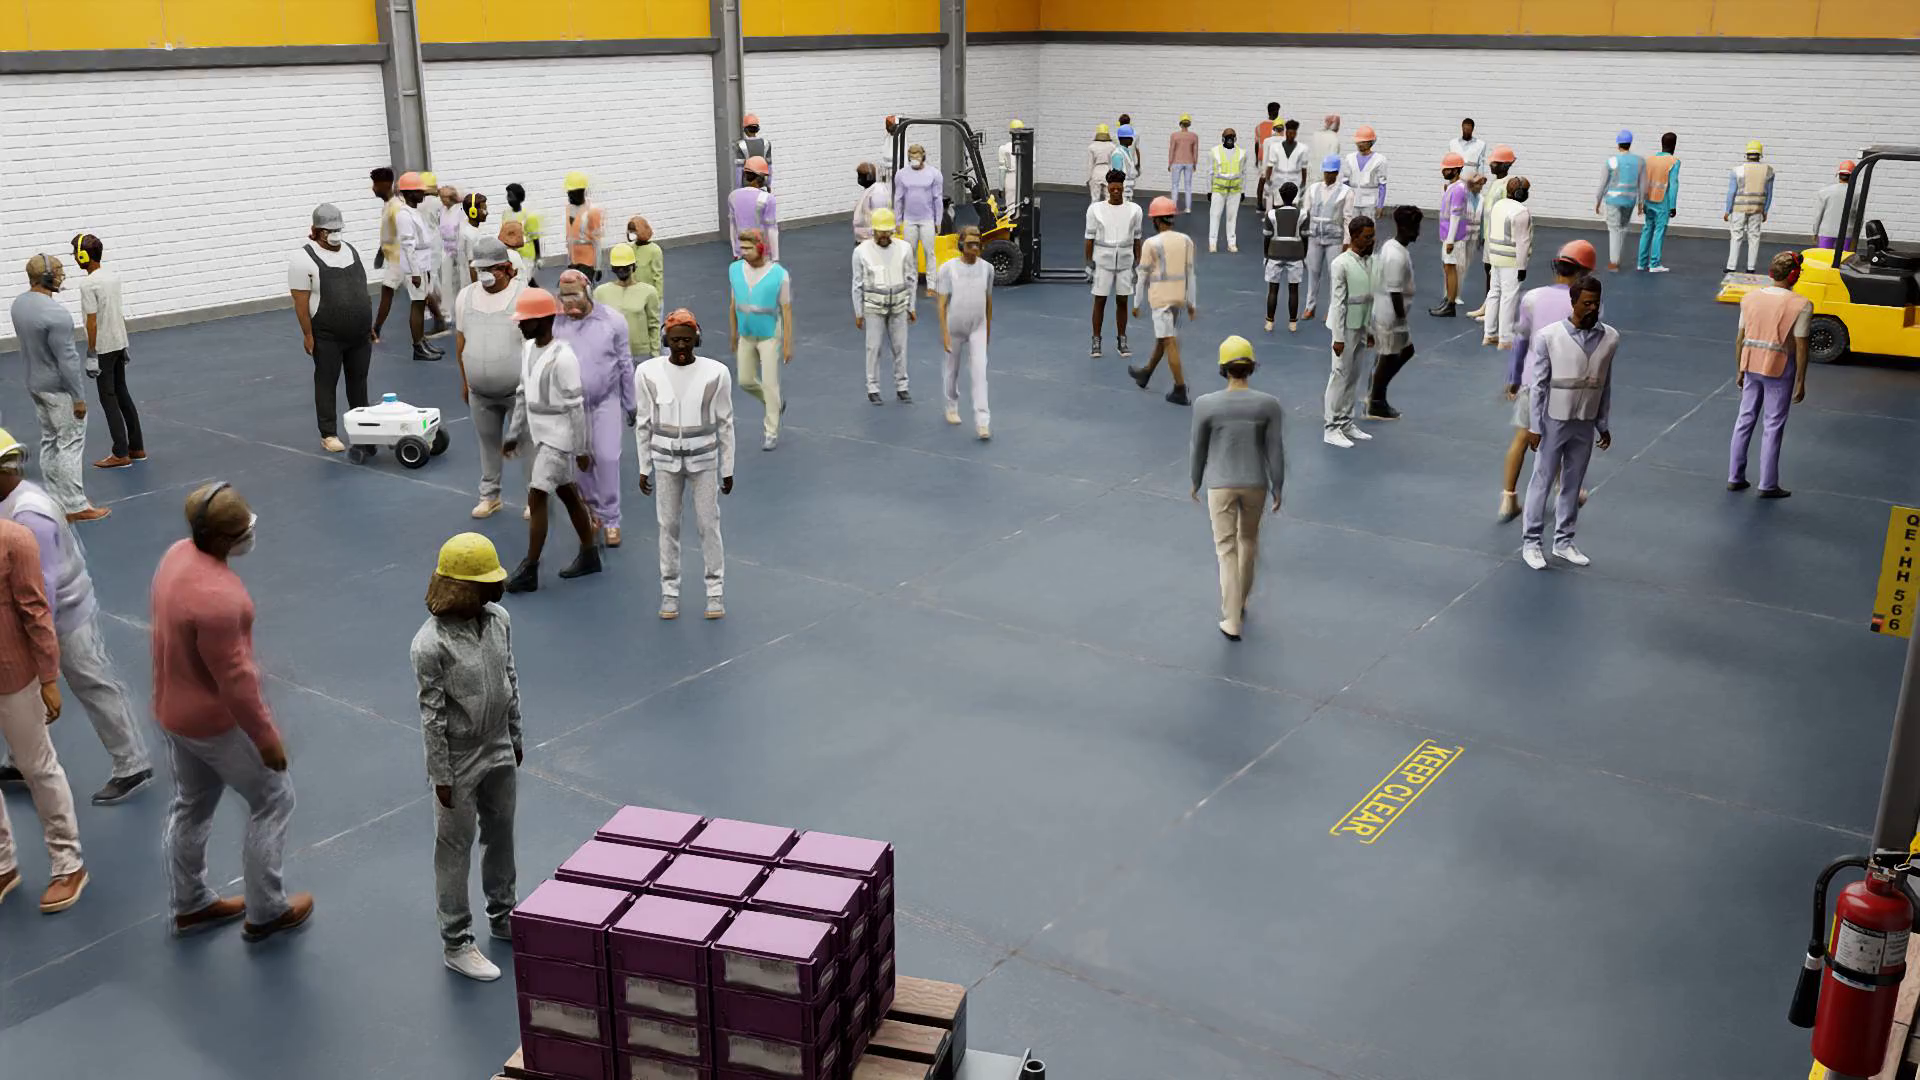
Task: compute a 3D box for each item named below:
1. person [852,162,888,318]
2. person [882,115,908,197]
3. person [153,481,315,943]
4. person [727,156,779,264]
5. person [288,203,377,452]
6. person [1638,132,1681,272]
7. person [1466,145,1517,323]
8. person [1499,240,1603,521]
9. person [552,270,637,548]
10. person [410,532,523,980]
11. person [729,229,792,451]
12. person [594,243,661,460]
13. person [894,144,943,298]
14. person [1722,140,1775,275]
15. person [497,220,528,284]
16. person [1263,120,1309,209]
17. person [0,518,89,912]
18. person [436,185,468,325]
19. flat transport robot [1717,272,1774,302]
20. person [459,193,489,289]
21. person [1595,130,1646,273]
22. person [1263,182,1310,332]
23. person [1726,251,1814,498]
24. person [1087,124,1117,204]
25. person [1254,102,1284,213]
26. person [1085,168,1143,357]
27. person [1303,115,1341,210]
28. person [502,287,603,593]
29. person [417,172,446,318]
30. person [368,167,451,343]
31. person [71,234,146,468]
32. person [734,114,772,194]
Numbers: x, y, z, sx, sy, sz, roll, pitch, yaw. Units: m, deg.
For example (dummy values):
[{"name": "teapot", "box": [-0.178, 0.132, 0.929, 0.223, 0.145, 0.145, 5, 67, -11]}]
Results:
[{"name": "person", "box": [-1.085, -3.543, 19.682, 0.487, 1.824, 0.641, -4, 18, -11]}, {"name": "person", "box": [-1.084, -6.010, 27.310, 0.354, 1.884, 0.573, -14, 22, -37]}, {"name": "person", "box": [-2.824, 0.682, 6.354, 0.488, 1.900, 0.646, -14, 23, -38]}, {"name": "person", "box": [-2.219, -3.145, 18.114, 0.613, 2.033, 0.411, 10, 20, 28]}, {"name": "person", "box": [-5.120, -1.766, 13.782, 0.537, 2.000, 0.689, 13, 22, 35]}, {"name": "person", "box": [9.734, -4.700, 23.174, 0.398, 1.911, 0.587, -7, 19, -20]}, {"name": "person", "box": [6.224, -3.555, 19.368, 0.365, 2.048, 0.608, 0, 18, -1]}, {"name": "person", "box": [4.276, -1.141, 11.908, 0.973, 1.982, 0.705, -16, 24, -40]}, {"name": "person", "box": [-2.544, -0.878, 11.267, 0.663, 1.875, 0.804, -1, 18, -4]}, {"name": "person", "box": [-1.796, 0.804, 6.241, 0.321, 1.737, 0.483, 8, 20, 25]}, {"name": "person", "box": [-1.639, -1.693, 13.899, 0.623, 1.823, 0.560, 8, 19, 23]}, {"name": "person", "box": [-2.667, -1.505, 13.406, 0.526, 1.769, 0.330, -2, 18, -7]}, {"name": "person", "box": [-0.524, -4.040, 21.082, 0.635, 1.929, 0.383, 4, 18, 12]}, {"name": "person", "box": [10.770, -4.531, 22.771, 0.591, 1.829, 0.404, 2, 18, 6]}, {"name": "person", "box": [-4.222, -2.222, 15.864, 0.285, 1.634, 0.499, -7, 19, -20]}, {"name": "person", "box": [4.968, -5.420, 25.397, 0.625, 1.917, 0.952, 5, 18, 15]}, {"name": "person", "box": [-3.906, 0.556, 6.620, 0.626, 1.982, 0.410, -2, 18, -5]}, {"name": "person", "box": [-5.846, -3.261, 19.148, 0.506, 1.605, 0.741, 9, 20, 26]}, {"name": "flat transport robot", "box": [10.066, -3.213, 21.168, 0.652, 0.197, 1.431, 9, 20, 27]}, {"name": "person", "box": [-4.669, -2.420, 16.125, 0.324, 1.861, 0.510, -6, 19, -17]}, {"name": "person", "box": [9.185, -4.741, 23.253, 0.622, 1.923, 0.786, 0, 18, -1]}, {"name": "person", "box": [3.679, -3.192, 18.815, 0.529, 1.690, 0.321, 4, 18, 12]}, {"name": "person", "box": [6.033, -1.229, 12.414, 0.389, 1.846, 0.566, -11, 21, -30]}, {"name": "person", "box": [2.343, -5.992, 27.503, 0.492, 1.732, 0.322, -1, 18, -3]}, {"name": "person", "box": [5.545, -6.832, 29.748, 0.368, 1.961, 0.613, -16, 24, -41]}, {"name": "person", "box": [1.609, -2.901, 17.451, 0.613, 1.965, 0.361, -2, 18, -6]}, {"name": "person", "box": [6.154, -6.179, 27.890, 0.991, 1.856, 0.643, -9, 20, -25]}, {"name": "person", "box": [-2.679, -0.623, 10.425, 0.891, 1.902, 0.556, -11, 21, -31]}, {"name": "person", "box": [-6.326, -3.513, 19.809, 0.493, 1.693, 0.909, 3, 18, 9]}, {"name": "person", "box": [-6.171, -3.115, 18.221, 1.068, 1.906, 0.612, -6, 19, -18]}, {"name": "person", "box": [-6.819, -1.503, 13.264, 0.341, 1.857, 0.524, 0, 18, 1]}, {"name": "person", "box": [-3.111, -5.356, 25.004, 0.608, 2.044, 0.370, -11, 21, -31]}]
